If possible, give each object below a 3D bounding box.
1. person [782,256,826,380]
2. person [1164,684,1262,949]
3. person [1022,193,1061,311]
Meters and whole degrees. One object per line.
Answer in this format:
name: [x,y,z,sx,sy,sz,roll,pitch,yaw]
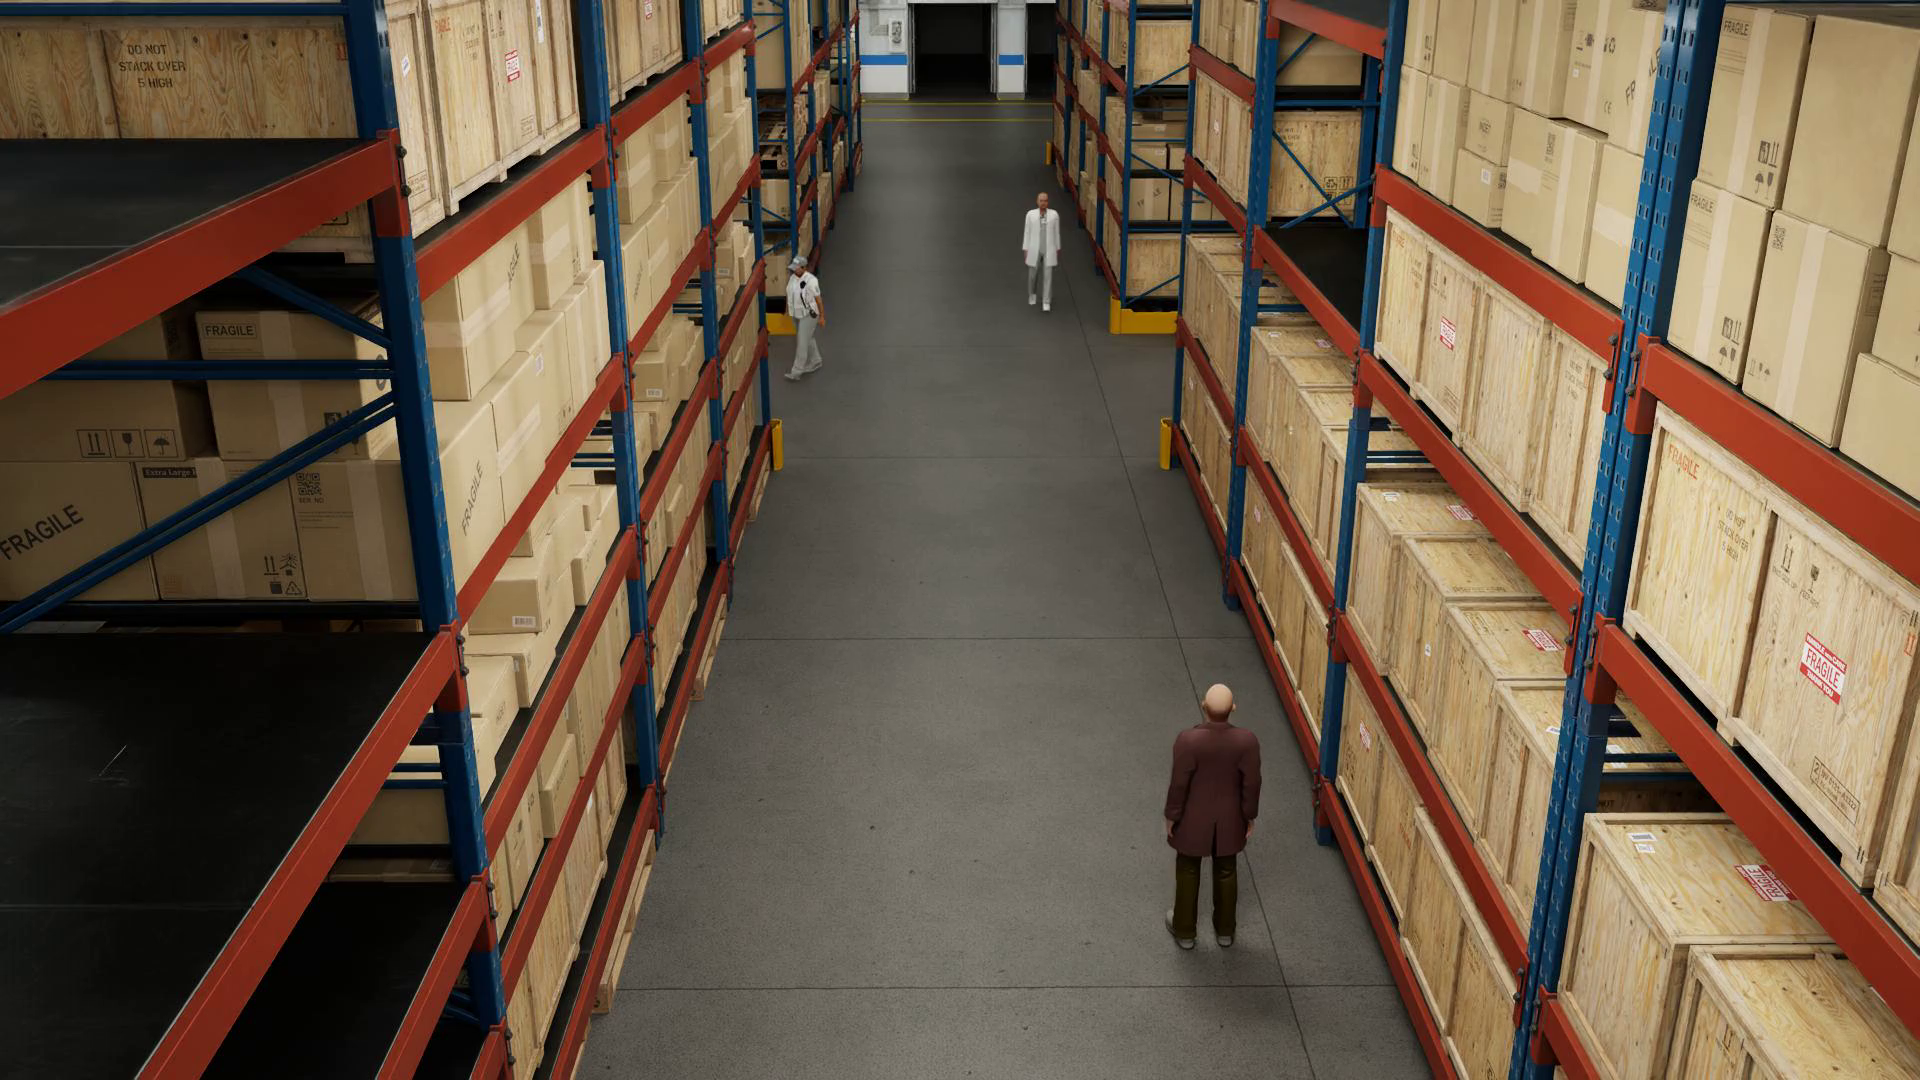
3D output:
person: [-2.139,-2.982,22.204,0.509,1.633,0.883,18,28,38]
person: [1.529,1.669,10.256,0.577,1.781,0.401,-2,22,-4]
person: [1.271,-4.496,25.905,0.598,1.794,0.766,0,22,0]
